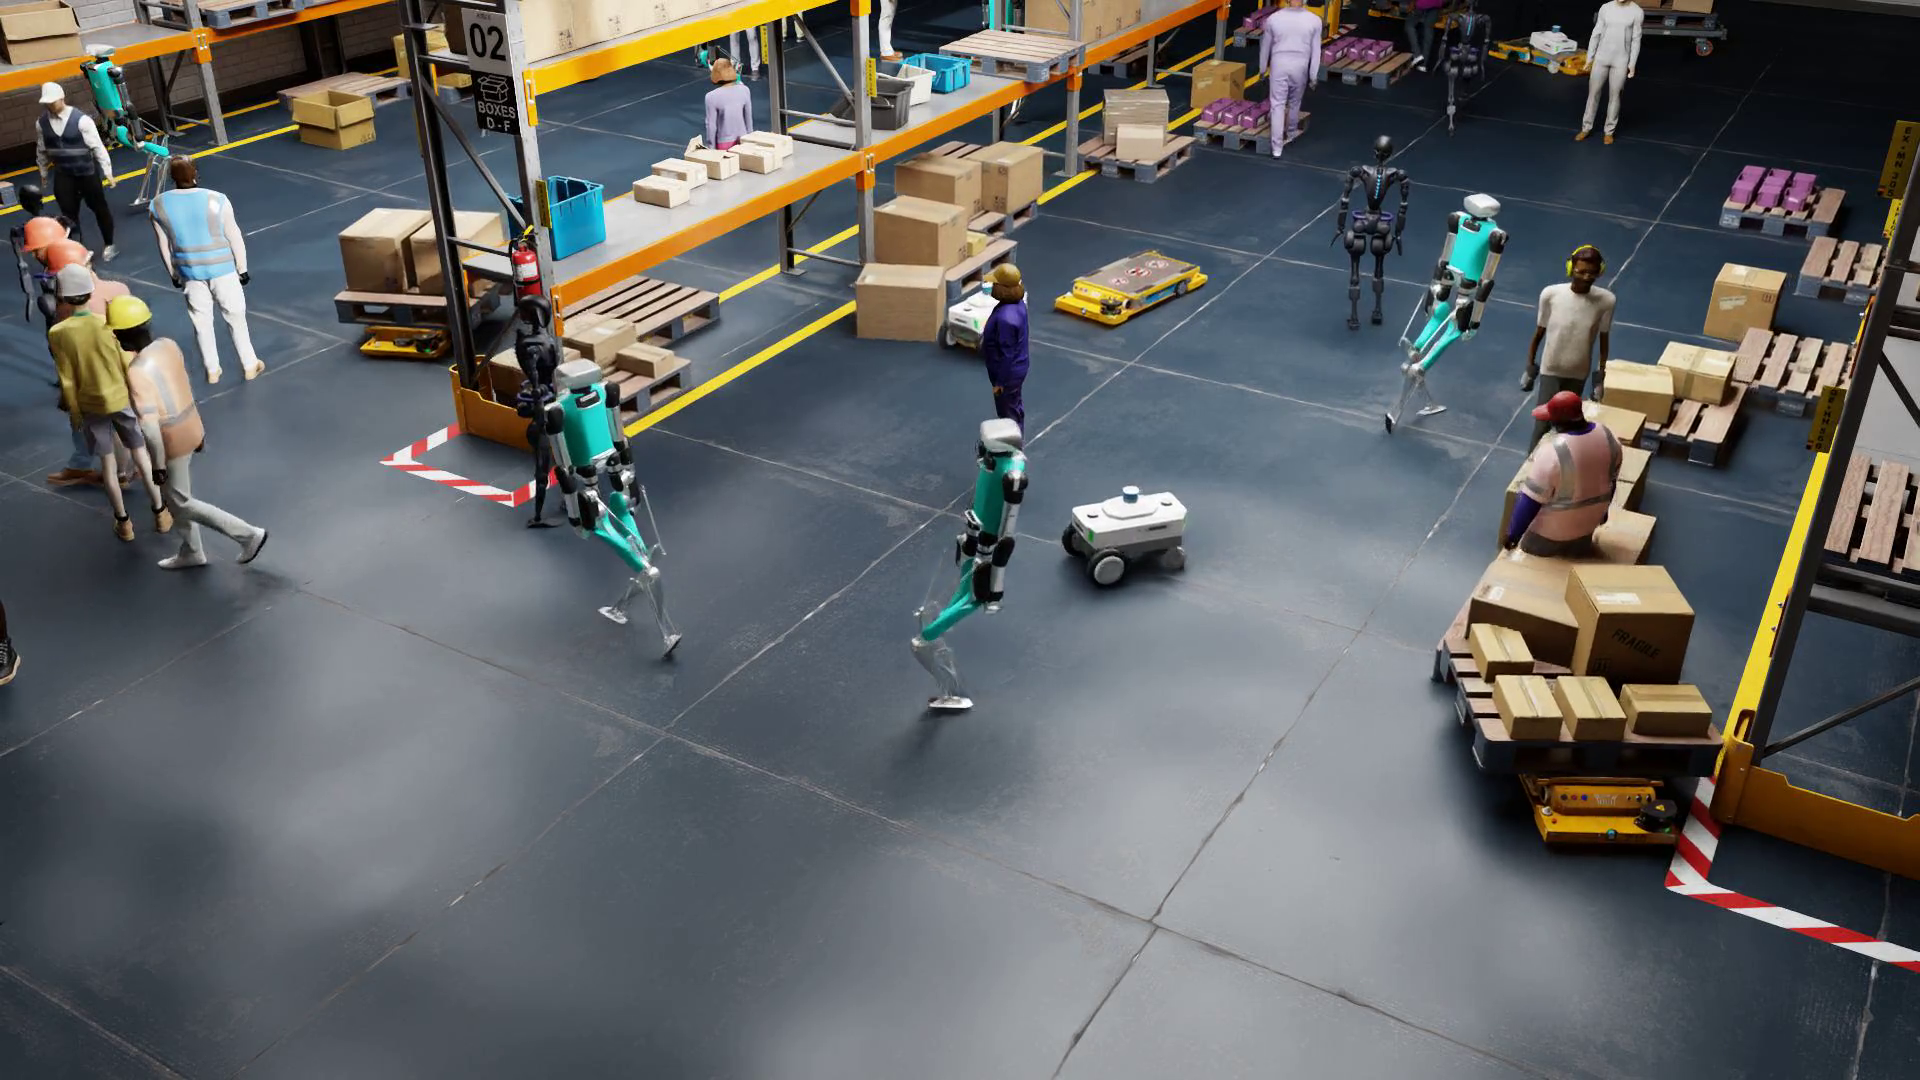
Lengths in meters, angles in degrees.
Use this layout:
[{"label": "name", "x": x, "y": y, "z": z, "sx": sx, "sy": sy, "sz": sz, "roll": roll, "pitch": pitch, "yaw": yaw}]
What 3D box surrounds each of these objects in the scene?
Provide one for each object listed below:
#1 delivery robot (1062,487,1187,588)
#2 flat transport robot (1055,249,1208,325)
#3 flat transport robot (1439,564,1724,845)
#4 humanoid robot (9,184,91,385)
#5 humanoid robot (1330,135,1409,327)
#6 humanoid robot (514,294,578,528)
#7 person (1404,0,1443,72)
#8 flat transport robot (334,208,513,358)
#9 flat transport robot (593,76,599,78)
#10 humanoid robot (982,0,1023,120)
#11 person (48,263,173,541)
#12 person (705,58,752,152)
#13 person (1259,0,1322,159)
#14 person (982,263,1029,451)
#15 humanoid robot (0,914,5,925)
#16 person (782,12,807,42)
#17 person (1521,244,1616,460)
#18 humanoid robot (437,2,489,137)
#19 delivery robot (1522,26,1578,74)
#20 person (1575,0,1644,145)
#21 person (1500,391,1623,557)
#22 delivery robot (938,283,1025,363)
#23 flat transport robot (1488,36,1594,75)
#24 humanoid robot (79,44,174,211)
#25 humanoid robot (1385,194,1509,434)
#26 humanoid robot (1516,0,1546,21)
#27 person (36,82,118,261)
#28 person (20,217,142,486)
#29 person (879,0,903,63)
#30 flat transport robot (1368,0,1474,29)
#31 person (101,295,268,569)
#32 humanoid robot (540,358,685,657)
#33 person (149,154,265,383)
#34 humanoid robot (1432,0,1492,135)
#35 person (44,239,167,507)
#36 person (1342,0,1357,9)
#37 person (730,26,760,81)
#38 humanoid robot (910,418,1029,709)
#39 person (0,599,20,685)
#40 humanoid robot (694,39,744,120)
[{"label": "delivery robot", "x": 1.071, "y": -0.051, "z": 10.755, "sx": 0.806, "sy": 0.609, "sz": 0.499, "roll": -9, "pitch": 31, "yaw": -16}, {"label": "flat transport robot", "x": 1.558, "y": -2.288, "z": 14.988, "sx": 0.659, "sy": 0.231, "sz": 1.431, "roll": 24, "pitch": 37, "yaw": 36}, {"label": "flat transport robot", "x": 3.301, "y": 1.115, "z": 8.969, "sx": 0.659, "sy": 0.231, "sz": 1.431, "roll": 1, "pitch": 29, "yaw": 1}, {"label": "humanoid robot", "x": -7.011, "y": -1.953, "z": 12.984, "sx": 0.556, "sy": 1.626, "sz": 0.610, "roll": 17, "pitch": 34, "yaw": 28}, {"label": "humanoid robot", "x": 3.481, "y": -2.648, "z": 14.195, "sx": 0.608, "sy": 1.654, "sz": 0.440, "roll": 4, "pitch": 30, "yaw": 6}, {"label": "humanoid robot", "x": -2.734, "y": -0.845, "z": 11.010, "sx": 0.463, "sy": 1.642, "sz": 0.611, "roll": -3, "pitch": 30, "yaw": -5}, {"label": "person", "x": 6.145, "y": -7.119, "z": 21.945, "sx": 0.540, "sy": 1.832, "sz": 0.422, "roll": -8, "pitch": 30, "yaw": -14}, {"label": "flat transport robot", "x": -4.552, "y": -1.928, "z": 14.351, "sx": 0.659, "sy": 0.231, "sz": 1.431, "roll": 4, "pitch": 30, "yaw": 7}, {"label": "flat transport robot", "x": -5.385, "y": -6.343, "z": 22.162, "sx": 0.659, "sy": 0.231, "sz": 1.431, "roll": -17, "pitch": 34, "yaw": -28}, {"label": "humanoid robot", "x": 0.605, "y": -5.858, "z": 19.676, "sx": 0.533, "sy": 1.677, "sz": 0.735, "roll": 17, "pitch": 34, "yaw": 27}, {"label": "person", "x": -5.563, "y": -0.885, "z": 10.862, "sx": 0.487, "sy": 1.888, "sz": 0.396, "roll": -14, "pitch": 33, "yaw": -24}, {"label": "person", "x": -2.295, "y": -3.975, "z": 16.594, "sx": 0.500, "sy": 1.628, "sz": 0.287, "roll": -17, "pitch": 34, "yaw": -28}, {"label": "person", "x": 3.697, "y": -5.306, "z": 18.710, "sx": 0.667, "sy": 1.848, "sz": 0.979, "roll": 5, "pitch": 30, "yaw": 9}, {"label": "person", "x": 0.312, "y": -1.159, "z": 11.613, "sx": 0.333, "sy": 1.623, "sz": 0.450, "roll": 4, "pitch": 30, "yaw": 6}, {"label": "humanoid robot", "x": -4.908, "y": 1.162, "z": 7.476, "sx": 0.665, "sy": 1.641, "sz": 0.599, "roll": -13, "pitch": 32, "yaw": -22}, {"label": "person", "x": -2.409, "y": -7.945, "z": 23.485, "sx": 0.561, "sy": 1.753, "sz": 0.320, "roll": 5, "pitch": 30, "yaw": 10}, {"label": "person", "x": 4.133, "y": -1.127, "z": 11.352, "sx": 0.532, "sy": 1.854, "sz": 0.698, "roll": 6, "pitch": 30, "yaw": 10}, {"label": "humanoid robot", "x": -5.593, "y": -5.589, "z": 19.389, "sx": 0.537, "sy": 1.831, "sz": 0.748, "roll": 20, "pitch": 35, "yaw": 31}, {"label": "delivery robot", "x": 7.955, "y": -6.592, "z": 22.303, "sx": 0.523, "sy": 0.586, "sz": 0.738, "roll": -7, "pitch": 30, "yaw": -12}, {"label": "person", "x": 7.451, "y": -5.494, "z": 19.012, "sx": 0.562, "sy": 1.896, "sz": 0.360, "roll": 16, "pitch": 33, "yaw": 25}, {"label": "person", "x": 3.464, "y": -0.083, "z": 9.625, "sx": 0.696, "sy": 1.719, "sz": 0.418, "roll": -10, "pitch": 31, "yaw": -17}, {"label": "delivery robot", "x": 0.215, "y": -1.840, "z": 13.926, "sx": 0.499, "sy": 0.614, "sz": 0.818, "roll": 23, "pitch": 36, "yaw": 34}, {"label": "flat transport robot", "x": 7.968, "y": -6.572, "z": 22.567, "sx": 0.659, "sy": 0.231, "sz": 1.431, "roll": -20, "pitch": 35, "yaw": -31}, {"label": "humanoid robot", "x": -8.263, "y": -4.183, "z": 16.713, "sx": 0.533, "sy": 1.677, "sz": 0.735, "roll": 15, "pitch": 33, "yaw": 24}, {"label": "humanoid robot", "x": 3.487, "y": -1.637, "z": 12.379, "sx": 0.958, "sy": 1.787, "sz": 0.558, "roll": -16, "pitch": 33, "yaw": -26}, {"label": "humanoid robot", "x": 8.538, "y": -8.568, "z": 24.666, "sx": 0.584, "sy": 1.644, "sz": 0.339, "roll": 6, "pitch": 30, "yaw": 11}, {"label": "person", "x": -8.185, "y": -3.341, "z": 15.375, "sx": 0.743, "sy": 1.724, "sz": 0.857, "roll": -4, "pitch": 30, "yaw": -7}, {"label": "person", "x": -6.069, "y": -1.258, "z": 11.457, "sx": 0.641, "sy": 1.943, "sz": 0.904, "roll": 25, "pitch": 38, "yaw": 37}, {"label": "person", "x": -0.957, "y": -7.450, "z": 22.425, "sx": 0.351, "sy": 1.937, "sz": 0.634, "roll": -1, "pitch": 30, "yaw": -2}, {"label": "flat transport robot", "x": 6.910, "y": -7.882, "z": 24.884, "sx": 0.659, "sy": 0.231, "sz": 1.431, "roll": -26, "pitch": 39, "yaw": -38}, {"label": "person", "x": -4.856, "y": -0.632, "z": 10.404, "sx": 0.673, "sy": 1.897, "sz": 0.603, "roll": -3, "pitch": 30, "yaw": -5}, {"label": "humanoid robot", "x": -1.895, "y": -0.135, "z": 9.714, "sx": 0.981, "sy": 1.758, "sz": 0.549, "roll": 21, "pitch": 36, "yaw": 33}, {"label": "person", "x": -5.926, "y": -2.128, "z": 13.110, "sx": 0.624, "sy": 1.843, "sz": 0.429, "roll": -6, "pitch": 30, "yaw": -10}, {"label": "humanoid robot", "x": 5.873, "y": -5.615, "z": 19.513, "sx": 0.608, "sy": 1.631, "sz": 0.801, "roll": 3, "pitch": 30, "yaw": 5}, {"label": "person", "x": -5.759, "y": -1.100, "z": 11.212, "sx": 0.992, "sy": 1.922, "sz": 0.621, "roll": 6, "pitch": 30, "yaw": 11}, {"label": "person", "x": 5.925, "y": -9.037, "z": 25.418, "sx": 0.328, "sy": 1.751, "sz": 0.565, "roll": -24, "pitch": 37, "yaw": -35}, {"label": "person", "x": -2.844, "y": -6.943, "z": 21.531, "sx": 0.482, "sy": 1.944, "sz": 0.431, "roll": 2, "pitch": 30, "yaw": 3}, {"label": "humanoid robot", "x": -0.027, "y": 0.223, "z": 9.116, "sx": 0.762, "sy": 1.822, "sz": 0.542, "roll": -8, "pitch": 31, "yaw": -15}, {"label": "person", "x": -5.742, "y": -0.062, "z": 9.328, "sx": 0.606, "sy": 1.965, "sz": 0.371, "roll": -1, "pitch": 29, "yaw": -1}, {"label": "humanoid robot", "x": -2.809, "y": -5.718, "z": 19.428, "sx": 0.735, "sy": 1.677, "sz": 0.533, "roll": -16, "pitch": 33, "yaw": -27}]
